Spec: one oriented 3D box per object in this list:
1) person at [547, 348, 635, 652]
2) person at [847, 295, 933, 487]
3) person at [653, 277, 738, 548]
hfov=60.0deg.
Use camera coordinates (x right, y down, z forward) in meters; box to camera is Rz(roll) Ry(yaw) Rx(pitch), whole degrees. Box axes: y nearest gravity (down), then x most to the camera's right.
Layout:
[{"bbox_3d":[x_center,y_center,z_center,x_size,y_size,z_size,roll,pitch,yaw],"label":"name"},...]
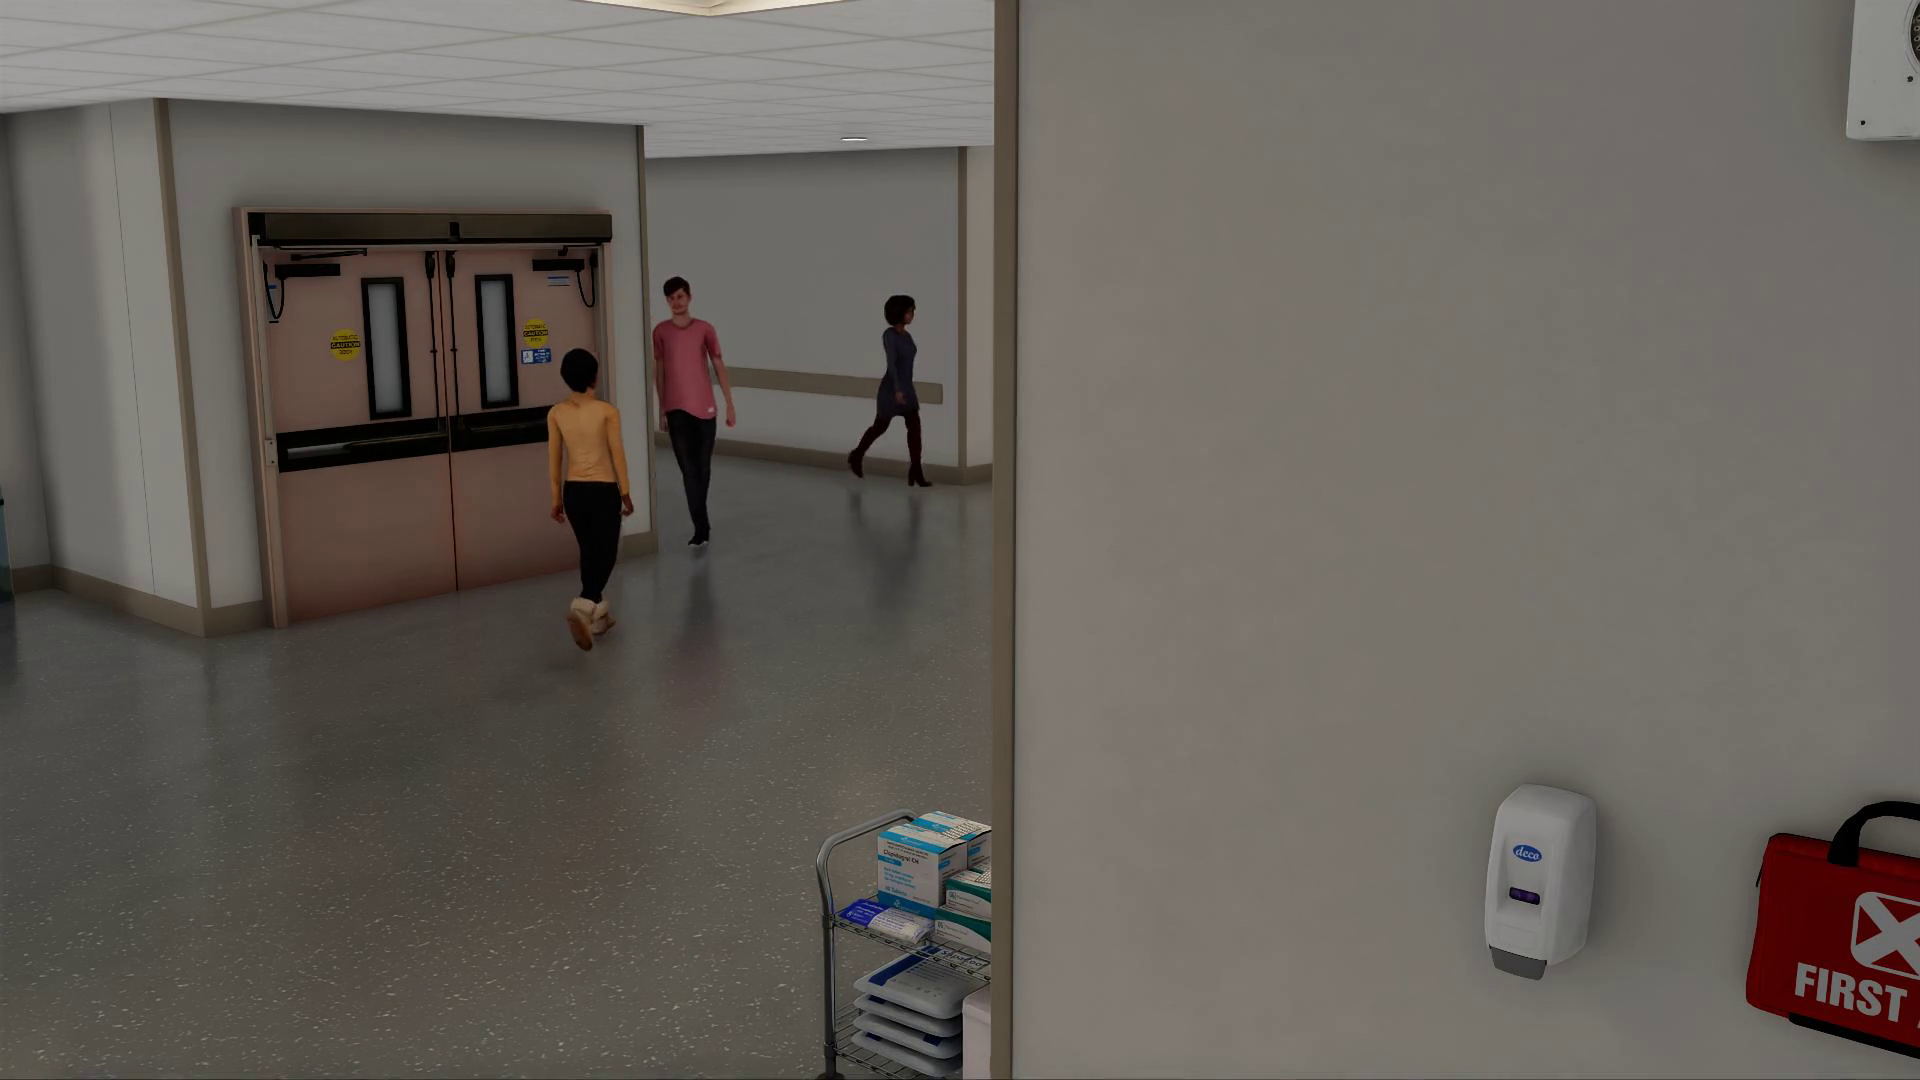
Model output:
[{"bbox_3d":[-2.047,-0.207,9.125,0.900,1.633,1.122,2,11,12],"label":"person"},{"bbox_3d":[-0.642,-1.290,14.730,0.730,1.671,1.075,8,13,35],"label":"person"},{"bbox_3d":[-1.963,-0.926,12.179,1.293,1.907,1.310,-2,11,-11],"label":"person"}]
